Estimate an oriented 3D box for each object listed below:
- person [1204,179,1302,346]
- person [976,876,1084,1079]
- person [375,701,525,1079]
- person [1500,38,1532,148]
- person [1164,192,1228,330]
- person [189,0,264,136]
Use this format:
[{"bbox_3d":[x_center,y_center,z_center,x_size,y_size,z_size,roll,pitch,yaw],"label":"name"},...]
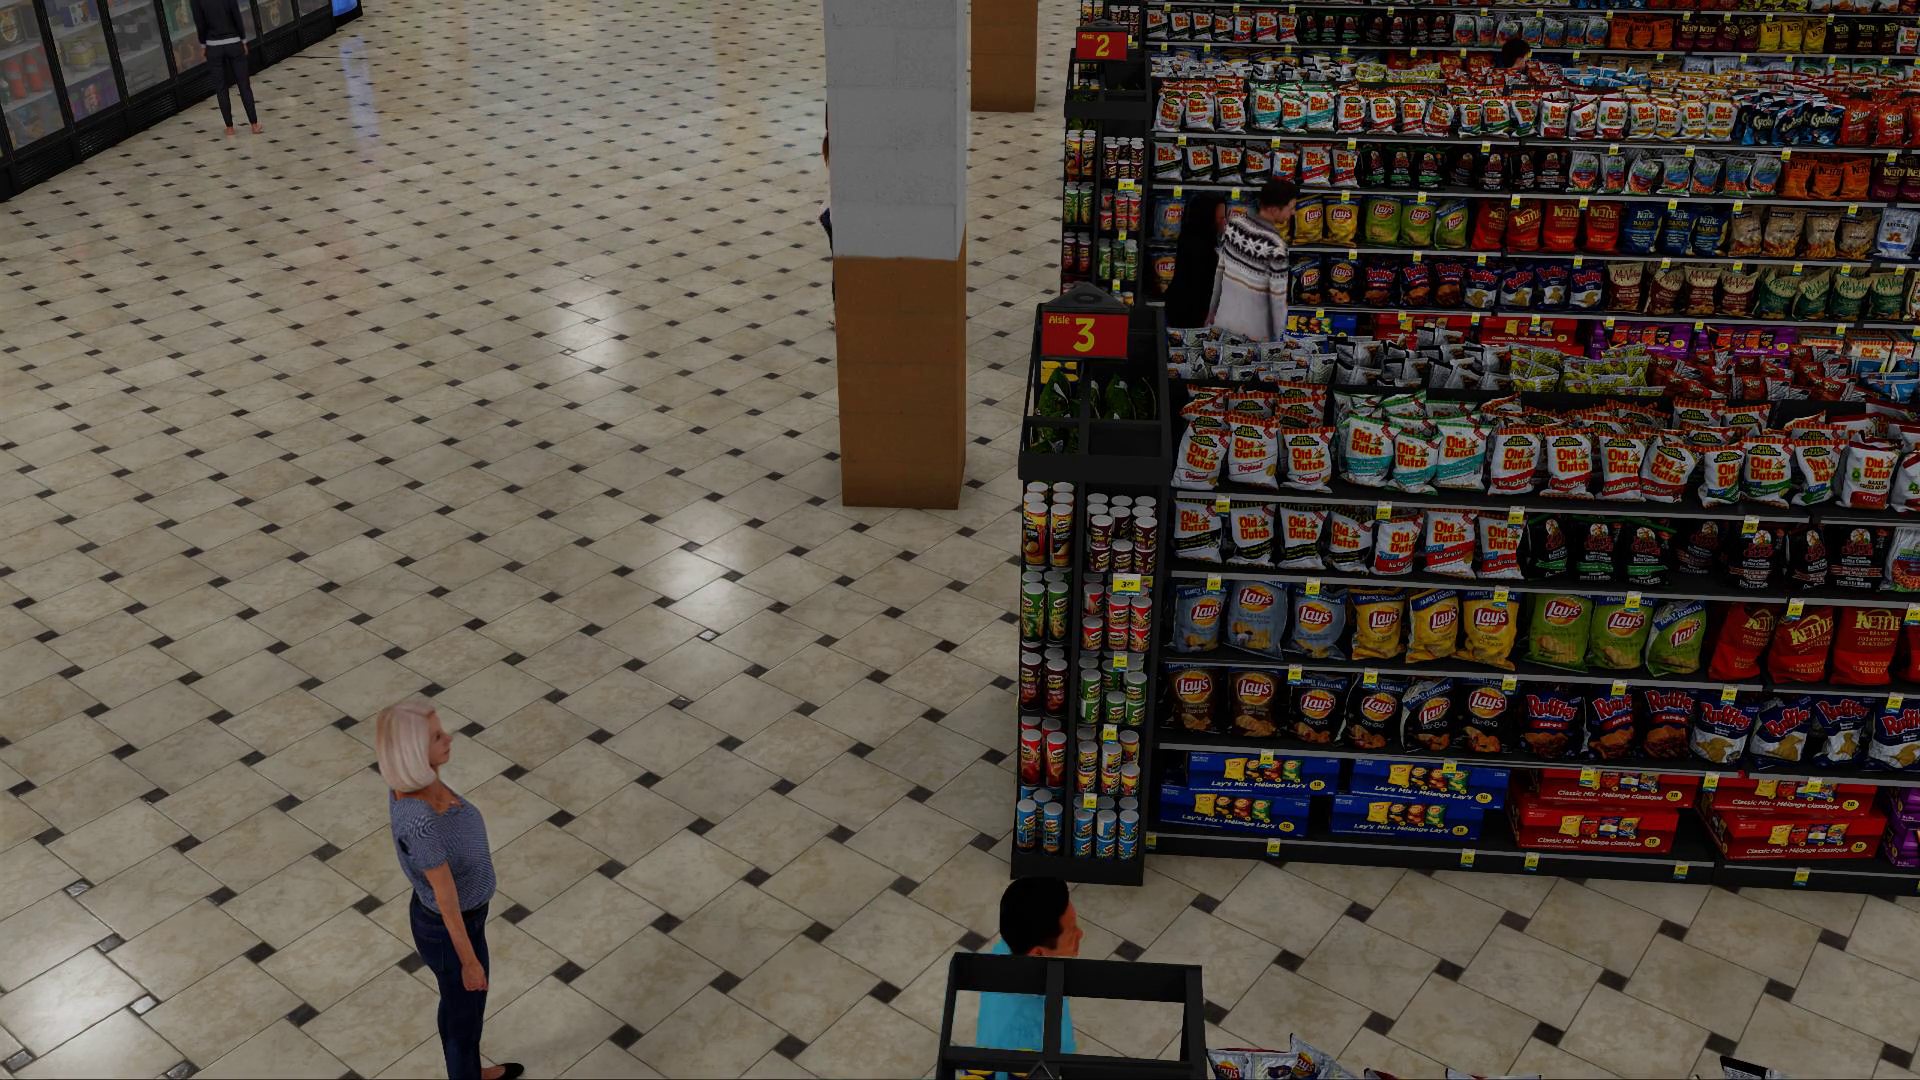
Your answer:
[{"bbox_3d":[1.672,-1.294,10.086,0.927,1.810,0.974,21,35,33],"label":"person"},{"bbox_3d":[0.097,1.663,4.716,0.592,1.766,0.649,1,29,1],"label":"person"},{"bbox_3d":[-1.691,1.262,5.497,0.648,1.721,0.650,-10,30,-18],"label":"person"},{"bbox_3d":[4.237,-3.053,13.289,1.021,1.828,0.823,-5,29,-9],"label":"person"},{"bbox_3d":[1.385,-1.396,10.489,0.931,1.603,0.739,-3,29,-5],"label":"person"},{"bbox_3d":[-7.539,-5.061,17.031,0.628,1.767,0.749,-12,31,-21],"label":"person"}]
